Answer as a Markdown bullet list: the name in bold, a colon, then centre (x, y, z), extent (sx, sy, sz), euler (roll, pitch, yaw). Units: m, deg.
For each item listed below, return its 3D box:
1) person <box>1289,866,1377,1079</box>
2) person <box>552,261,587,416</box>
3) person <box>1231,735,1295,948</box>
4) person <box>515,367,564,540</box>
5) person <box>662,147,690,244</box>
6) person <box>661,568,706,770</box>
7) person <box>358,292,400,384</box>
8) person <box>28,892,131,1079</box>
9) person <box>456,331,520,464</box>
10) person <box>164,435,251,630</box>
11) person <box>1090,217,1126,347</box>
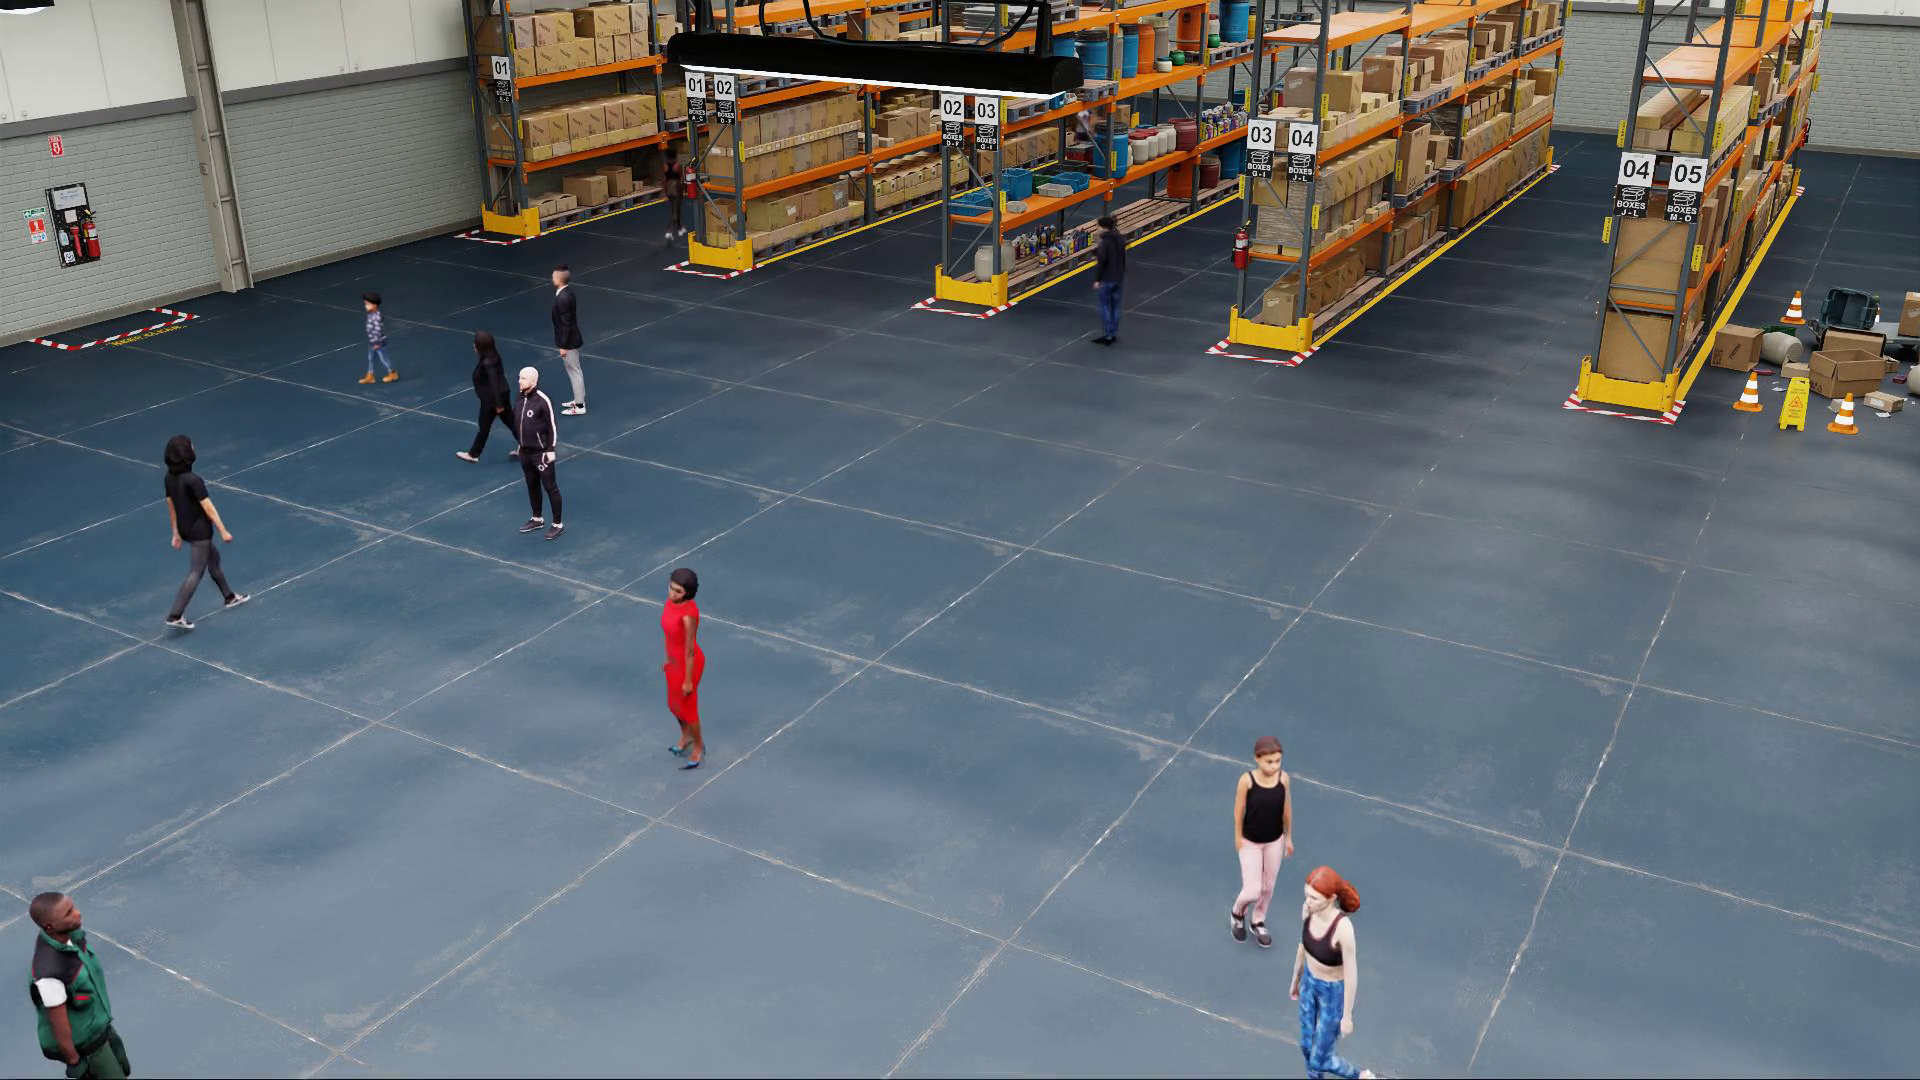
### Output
- **person**: centre (2.089, 2.547, 9.248), extent (0.949, 1.765, 0.863), euler (-10, 25, -22)
- **person**: centre (-4.936, -2.563, 21.018), extent (0.858, 1.959, 0.766), euler (-3, 23, -7)
- **person**: centre (1.958, 1.942, 10.941), extent (0.661, 1.554, 0.721), euler (-6, 24, -13)
- **person**: centre (-4.398, -0.931, 17.334), extent (0.685, 1.837, 0.588), euler (15, 27, 32)
- **person**: centre (-5.155, -6.179, 29.909), extent (0.772, 1.654, 1.239), euler (7, 24, 15)
- **person**: centre (-2.145, 0.995, 12.952), extent (0.682, 1.723, 0.720), euler (-8, 24, -18)
- **person**: centre (-7.771, -2.706, 22.276), extent (0.814, 1.236, 0.660), euler (-17, 28, -35)
- **person**: centre (-4.790, 2.664, 8.902), extent (1.063, 1.820, 0.980), euler (-8, 24, -18)
- **person**: centre (-5.324, -1.644, 19.355), extent (1.150, 1.569, 1.118), euler (-5, 23, -11)
- **person**: centre (-7.104, -0.046, 15.302), extent (0.694, 1.799, 1.164), euler (15, 27, 31)
- **person**: centre (2.178, -3.746, 23.922), extent (0.658, 1.864, 0.866), euler (-11, 25, -24)
